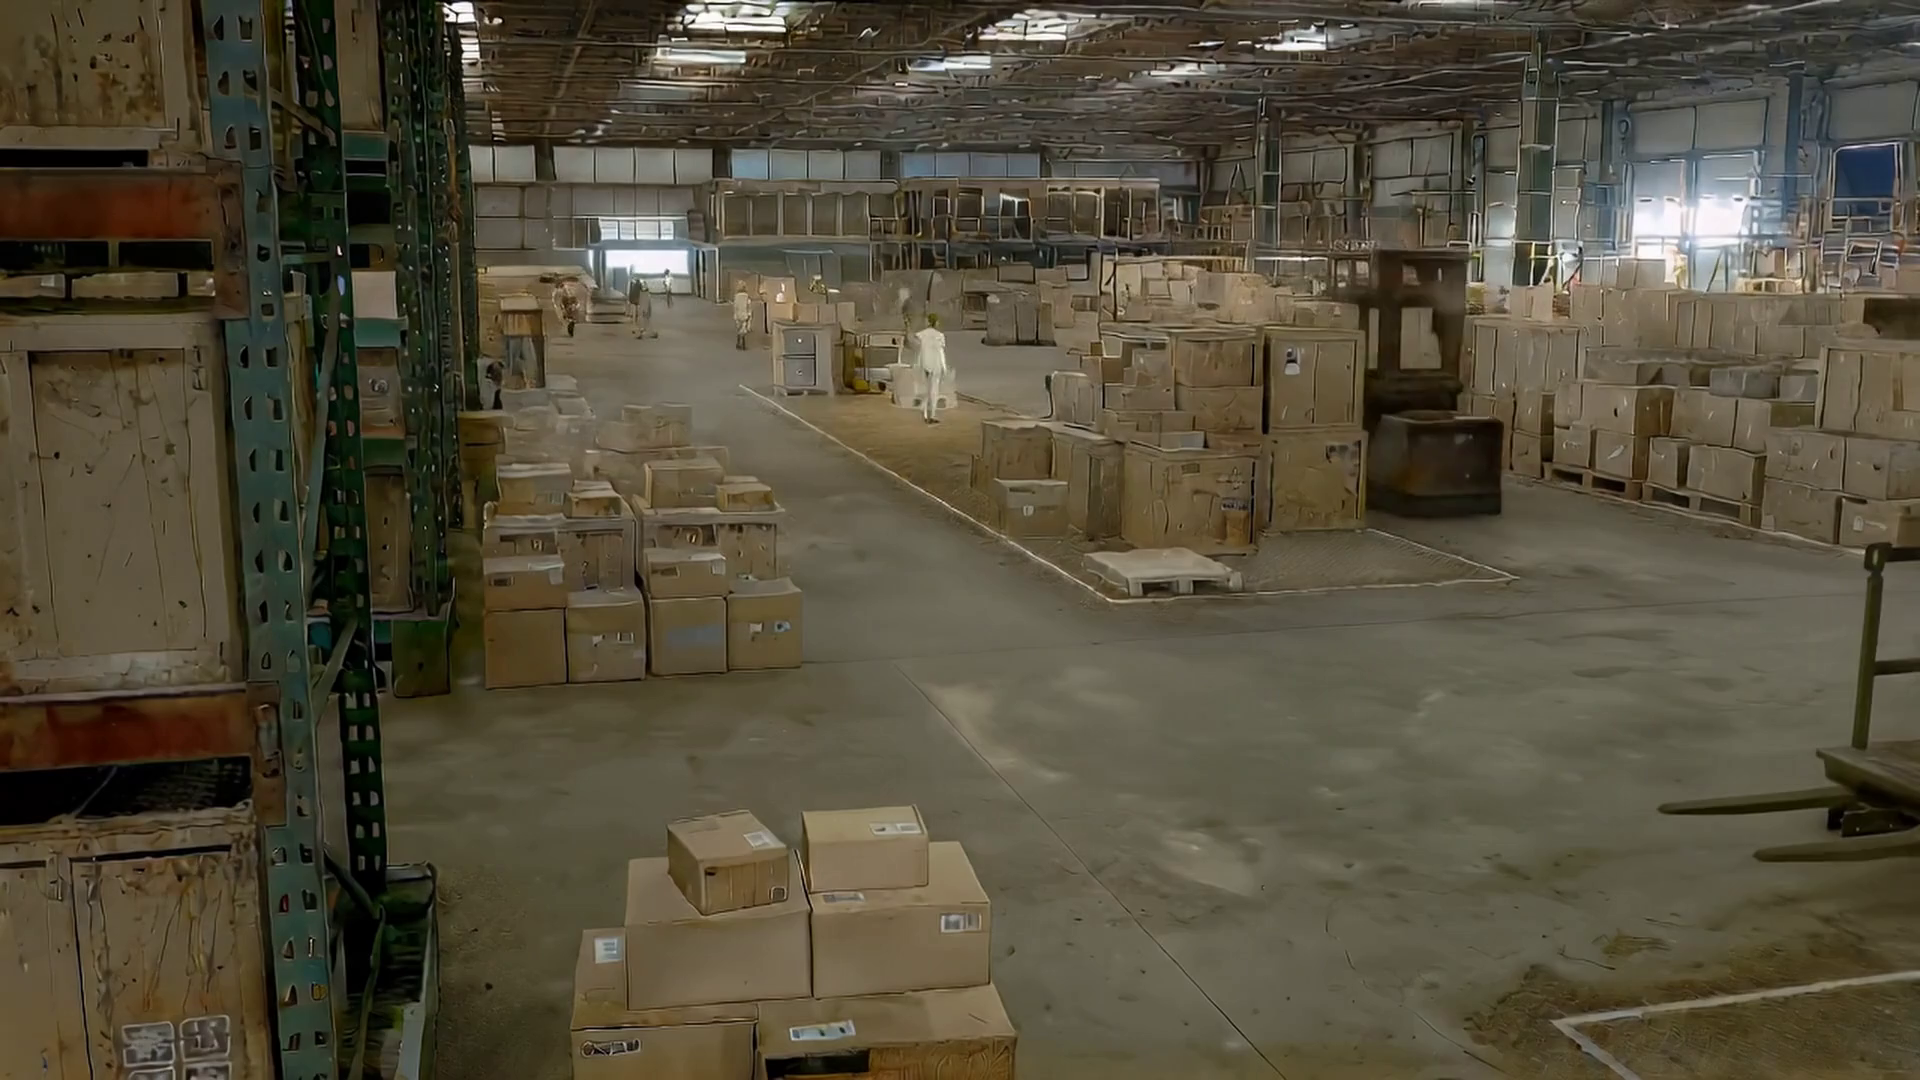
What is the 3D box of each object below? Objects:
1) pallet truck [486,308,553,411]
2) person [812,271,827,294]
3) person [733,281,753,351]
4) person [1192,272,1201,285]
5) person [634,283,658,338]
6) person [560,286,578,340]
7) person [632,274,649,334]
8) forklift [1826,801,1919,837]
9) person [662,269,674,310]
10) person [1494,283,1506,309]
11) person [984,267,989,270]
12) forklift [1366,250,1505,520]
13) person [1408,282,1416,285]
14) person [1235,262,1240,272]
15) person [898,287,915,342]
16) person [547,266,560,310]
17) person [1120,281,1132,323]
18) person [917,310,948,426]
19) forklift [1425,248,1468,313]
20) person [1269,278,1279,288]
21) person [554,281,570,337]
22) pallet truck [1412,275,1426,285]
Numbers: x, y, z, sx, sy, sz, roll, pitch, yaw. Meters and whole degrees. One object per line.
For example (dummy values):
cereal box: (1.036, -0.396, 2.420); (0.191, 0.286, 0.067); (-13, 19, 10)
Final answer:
pallet truck: (-6.242, -2.418, 24.362); (0.823, 1.965, 1.885); (1, 10, 3)
person: (-4.915, -8.449, 58.390); (0.536, 2.000, 0.683); (-4, 11, -20)
person: (-5.968, -6.176, 45.859); (0.564, 1.918, 0.404); (3, 10, 14)
person: (9.407, -9.556, 65.120); (0.685, 1.898, 0.919); (0, 10, 0)
person: (-9.819, -7.169, 52.037); (0.883, 1.725, 0.532); (3, 10, 17)
person: (-11.971, -6.963, 51.031); (0.522, 1.672, 0.543); (-1, 10, -6)
person: (-10.526, -7.788, 54.849); (0.629, 1.981, 0.435); (-10, 14, -44)
forklift: (5.267, 0.105, 7.578); (1.873, 2.768, 1.129); (-3, 10, -15)
person: (-13.286, -11.404, 75.747); (0.581, 1.836, 1.005); (-3, 10, -14)
person: (16.925, -7.139, 51.905); (0.768, 1.716, 0.491); (-5, 11, -26)
person: (1.196, -11.317, 74.932); (0.551, 1.932, 0.376); (-5, 11, -25)
forklift: (4.938, -1.715, 17.887); (1.129, 2.768, 1.873); (-3, 10, -16)
person: (12.596, -6.279, 46.569); (0.999, 1.867, 0.647); (-2, 10, -14)
person: (15.755, -14.741, 94.230); (0.622, 1.972, 0.822); (-4, 11, -24)
person: (-1.308, -4.832, 38.230); (0.759, 1.921, 0.613); (3, 10, 14)
person: (-17.109, -10.487, 69.943); (0.620, 2.030, 0.502); (3, 11, 18)
person: (4.833, -6.614, 48.571); (0.327, 1.851, 0.629); (2, 10, 14)
person: (-0.419, -2.745, 26.610); (0.557, 1.856, 0.386); (8, 13, 39)
forklift: (11.579, -5.575, 39.744); (1.129, 2.768, 1.873); (8, 13, 40)
person: (9.751, -7.220, 51.844); (0.642, 1.906, 0.978); (1, 10, 8)
person: (-12.532, -7.306, 52.622); (0.470, 1.793, 0.611); (6, 12, 32)
pallet truck: (14.620, -7.324, 52.145); (0.823, 1.965, 1.885); (8, 13, 40)
